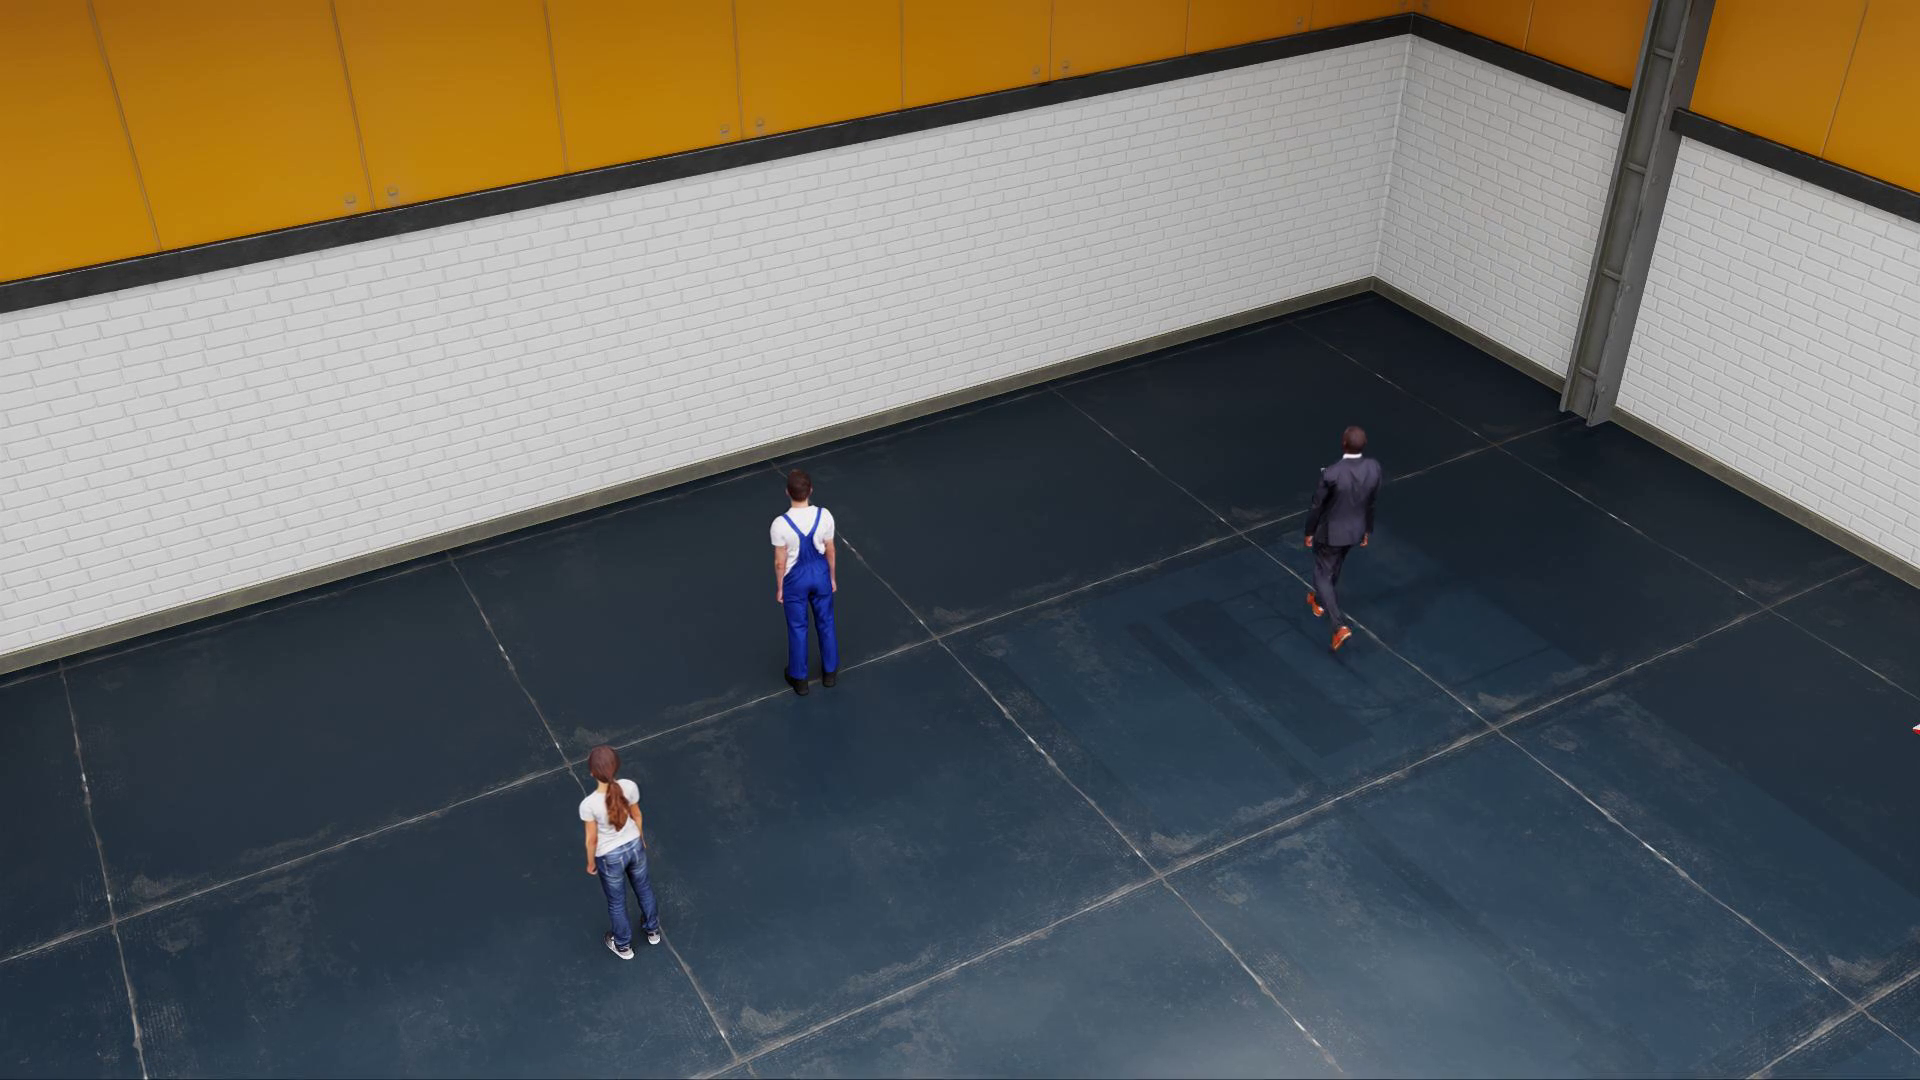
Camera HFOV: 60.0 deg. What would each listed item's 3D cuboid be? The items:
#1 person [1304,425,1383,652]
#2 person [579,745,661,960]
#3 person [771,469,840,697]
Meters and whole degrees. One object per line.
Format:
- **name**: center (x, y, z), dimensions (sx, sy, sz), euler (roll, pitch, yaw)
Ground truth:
- **person**: center (2.896, -0.010, 12.620), dimensions (0.865, 1.795, 1.165), euler (-9, 35, -13)
- **person**: center (-2.057, 1.863, 10.012), dimensions (0.557, 1.562, 0.534), euler (-22, 40, -30)
- **person**: center (-1.119, 0.303, 12.098), dimensions (0.663, 1.851, 0.618), euler (-11, 35, -16)
